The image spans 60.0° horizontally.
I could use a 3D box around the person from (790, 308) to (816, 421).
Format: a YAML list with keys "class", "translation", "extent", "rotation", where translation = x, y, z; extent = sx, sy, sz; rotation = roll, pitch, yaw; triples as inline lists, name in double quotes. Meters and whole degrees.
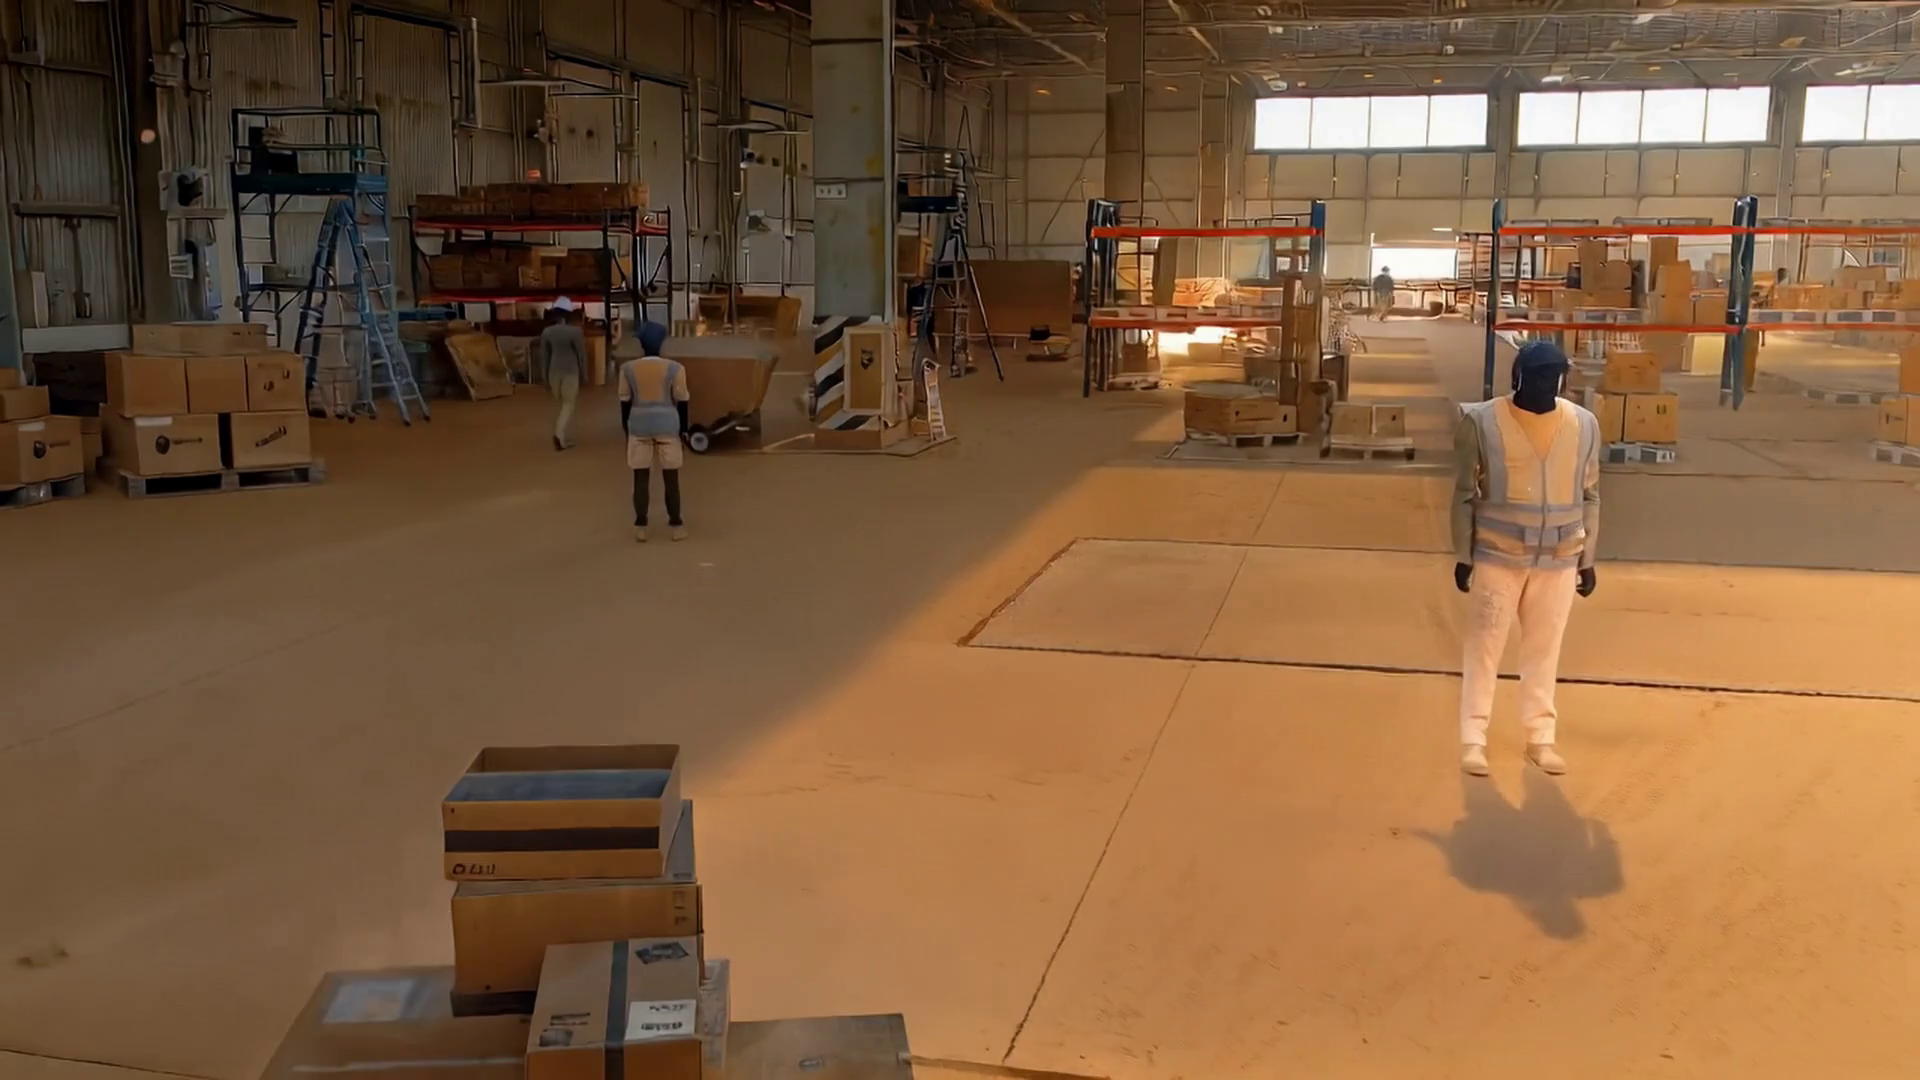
- class: "person"
  translation: [-1.828, -2.467, 21.633]
  extent: [0.672, 1.972, 0.615]
  rotation: [-1, 10, -5]

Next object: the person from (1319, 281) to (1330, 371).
- class: "person"
  translation: [6.912, -4.095, 31.894]
  extent: [0.483, 1.737, 0.320]
  rotation: [-5, 11, -26]

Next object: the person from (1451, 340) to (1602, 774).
- class: "person"
  translation: [2.385, 0.079, 7.014]
  extent: [0.621, 1.838, 0.429]
  rotation: [0, 10, 1]

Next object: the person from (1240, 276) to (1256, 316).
- class: "person"
  translation: [8.855, -7.332, 51.303]
  extent: [0.548, 1.613, 0.637]
  rotation: [-2, 10, -11]

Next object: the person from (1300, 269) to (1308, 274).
- class: "person"
  translation: [8.314, -5.523, 39.778]
  extent: [0.631, 1.912, 0.839]
  rotation: [-9, 13, -43]

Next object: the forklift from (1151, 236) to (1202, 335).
- class: "forklift"
  translation: [5.866, -7.214, 46.878]
  extent: [1.873, 2.768, 1.129]
  rotation: [2, 10, 14]

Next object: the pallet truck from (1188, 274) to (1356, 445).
- class: "pallet truck"
  translation: [3.653, -2.138, 19.590]
  extent: [1.885, 1.965, 0.823]
  rotation: [-4, 10, -20]

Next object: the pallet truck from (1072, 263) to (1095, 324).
- class: "pallet truck"
  translation: [4.325, -8.180, 55.162]
  extent: [0.823, 1.965, 1.885]
  rotation: [6, 11, 31]

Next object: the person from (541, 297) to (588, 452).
- class: "person"
  translation: [-4.502, -1.878, 18.803]
  extent: [0.532, 1.735, 0.780]
  rotation: [2, 10, 13]

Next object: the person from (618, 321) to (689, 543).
- class: "person"
  translation: [-2.326, -0.818, 12.696]
  extent: [0.537, 1.695, 0.320]
  rotation: [1, 10, 4]

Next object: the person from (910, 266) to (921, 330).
- class: "person"
  translation: [-1.308, -7.321, 50.323]
  extent: [0.387, 1.929, 0.548]
  rotation: [3, 10, 19]

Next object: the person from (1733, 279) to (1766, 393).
- class: "person"
  translation: [12.697, -3.276, 26.758]
  extent: [0.557, 1.831, 0.395]
  rotation: [-1, 10, -3]

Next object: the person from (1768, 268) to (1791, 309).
- class: "person"
  translation: [25.317, -7.469, 51.406]
  extent: [0.599, 1.856, 1.033]
  rotation: [5, 11, 26]

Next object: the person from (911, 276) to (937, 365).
- class: "person"
  translation: [-0.706, -4.342, 32.898]
  extent: [0.578, 1.884, 0.353]
  rotation: [7, 12, 34]

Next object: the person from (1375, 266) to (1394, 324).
- class: "person"
  translation: [13.830, -7.991, 54.283]
  extent: [0.625, 1.918, 0.667]
  rotation: [7, 12, 37]

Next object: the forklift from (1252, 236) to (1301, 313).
- class: "forklift"
  translation: [9.588, -7.637, 49.368]
  extent: [1.129, 2.768, 1.873]
  rotation: [-4, 10, -23]
